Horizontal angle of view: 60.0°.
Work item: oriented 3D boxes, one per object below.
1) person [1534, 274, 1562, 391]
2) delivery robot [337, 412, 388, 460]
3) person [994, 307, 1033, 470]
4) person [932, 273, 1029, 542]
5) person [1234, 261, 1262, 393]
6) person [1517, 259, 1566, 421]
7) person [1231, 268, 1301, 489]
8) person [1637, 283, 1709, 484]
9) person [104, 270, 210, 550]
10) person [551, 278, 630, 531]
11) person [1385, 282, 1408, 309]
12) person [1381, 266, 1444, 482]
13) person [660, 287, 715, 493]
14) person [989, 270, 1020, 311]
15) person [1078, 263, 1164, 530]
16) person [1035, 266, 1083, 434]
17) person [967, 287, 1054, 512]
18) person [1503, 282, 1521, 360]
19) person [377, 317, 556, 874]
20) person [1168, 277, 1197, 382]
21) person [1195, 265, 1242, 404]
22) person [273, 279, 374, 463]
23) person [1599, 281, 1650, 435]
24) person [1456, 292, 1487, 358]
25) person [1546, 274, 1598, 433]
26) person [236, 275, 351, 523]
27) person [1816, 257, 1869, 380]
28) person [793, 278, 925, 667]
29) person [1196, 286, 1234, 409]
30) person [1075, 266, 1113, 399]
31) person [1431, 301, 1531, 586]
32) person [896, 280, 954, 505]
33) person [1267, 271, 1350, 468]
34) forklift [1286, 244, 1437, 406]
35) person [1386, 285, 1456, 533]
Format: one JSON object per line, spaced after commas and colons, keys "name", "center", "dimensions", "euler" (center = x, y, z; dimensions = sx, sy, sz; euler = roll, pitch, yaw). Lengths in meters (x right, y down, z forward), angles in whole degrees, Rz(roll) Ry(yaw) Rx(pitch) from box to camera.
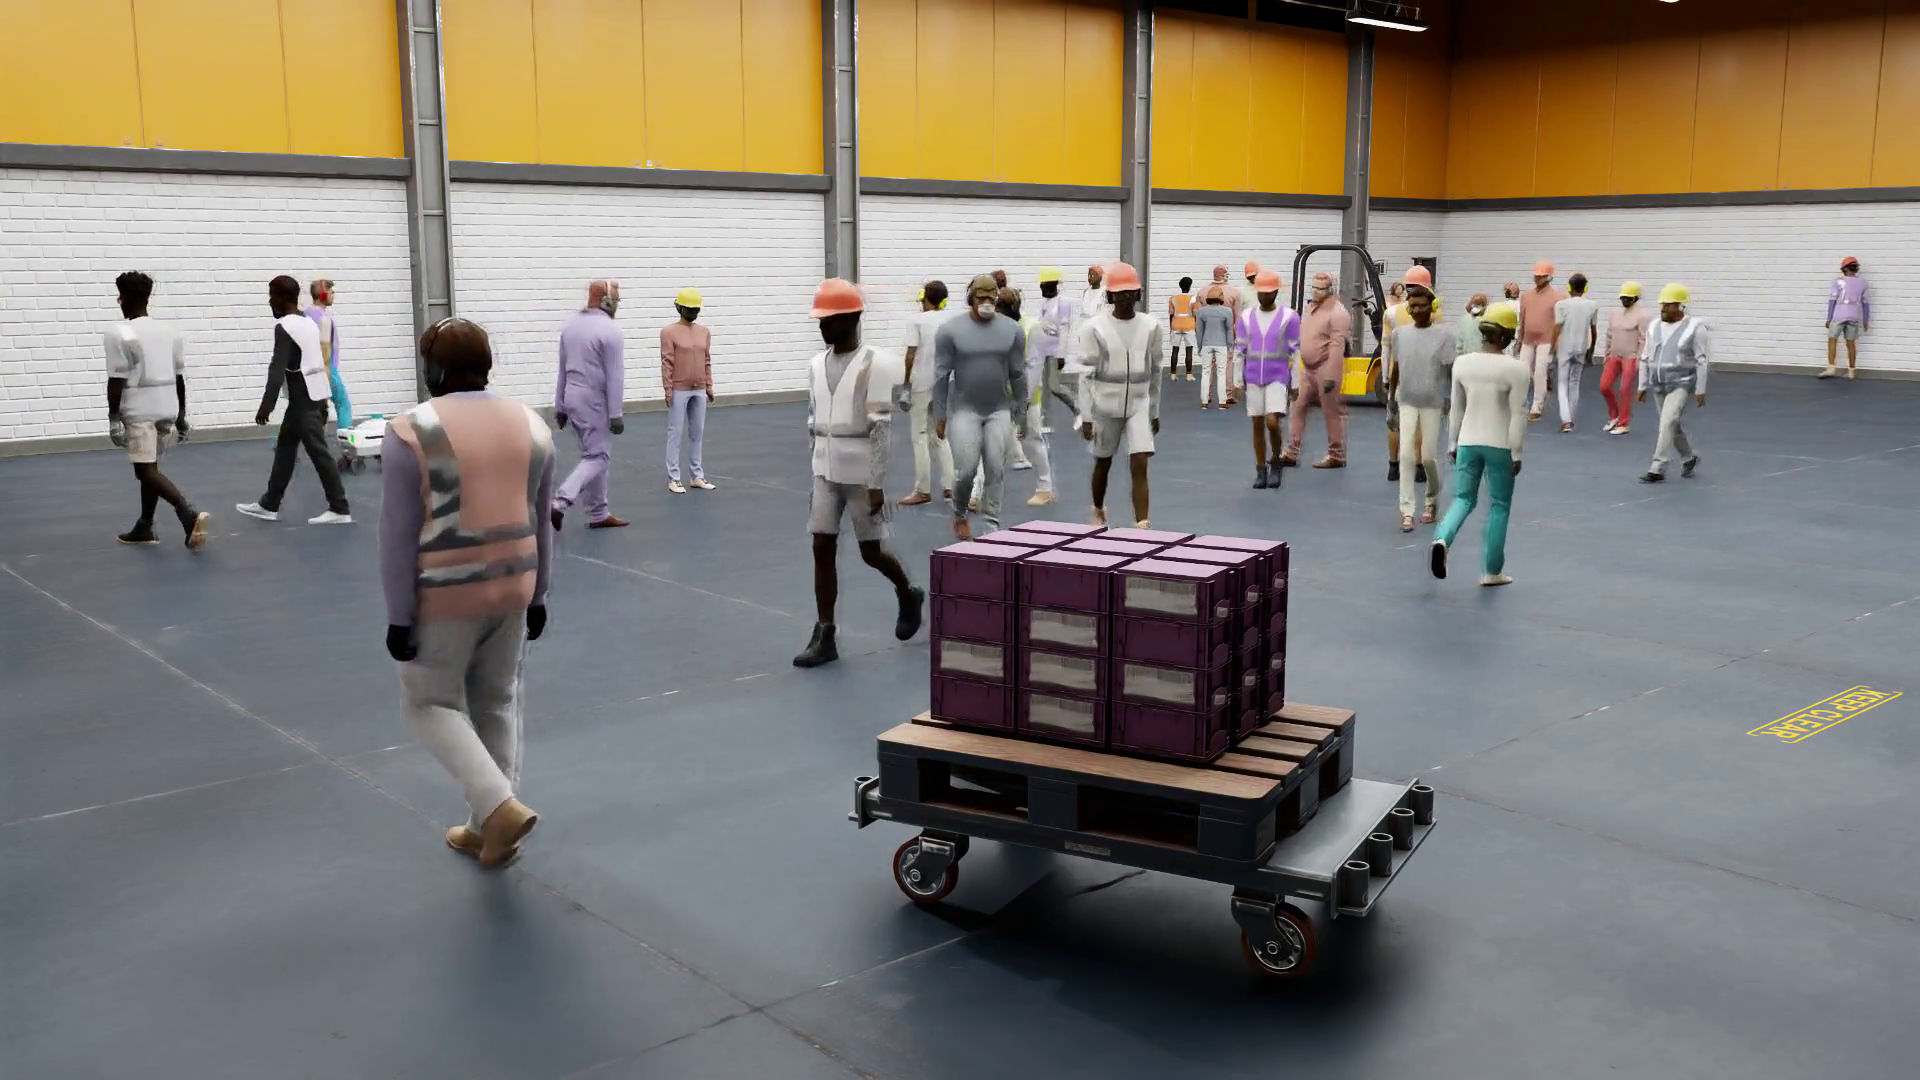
{"name": "person", "center": [8.827, -3.213, 25.242], "dimensions": [0.558, 1.873, 1.005], "euler": [-1, 10, -8]}
{"name": "delivery robot", "center": [-5.462, -0.958, 15.617], "dimensions": [0.477, 0.478, 0.707], "euler": [9, 13, 43]}
{"name": "person", "center": [0.375, -1.418, 15.520], "dimensions": [0.863, 1.598, 0.525], "euler": [-6, 11, -30]}
{"name": "person", "center": [0.133, -0.855, 11.318], "dimensions": [0.648, 1.912, 0.496], "euler": [-2, 10, -13]}
{"name": "person", "center": [4.316, -3.128, 24.519], "dimensions": [0.642, 1.947, 0.555], "euler": [-2, 10, -11]}
{"name": "person", "center": [7.153, -2.453, 20.460], "dimensions": [0.559, 1.980, 0.624], "euler": [-8, 13, -39]}
{"name": "person", "center": [2.646, -1.385, 14.402], "dimensions": [0.559, 1.915, 0.472], "euler": [5, 11, 25]}
{"name": "person", "center": [6.442, -1.411, 14.934], "dimensions": [0.871, 1.799, 0.600], "euler": [-5, 11, -29]}
{"name": "person", "center": [-5.535, -0.883, 11.442], "dimensions": [0.890, 1.936, 0.610], "euler": [4, 10, 21]}
{"name": "person", "center": [-2.757, -0.964, 12.101], "dimensions": [0.726, 1.868, 0.655], "euler": [-8, 13, -39]}
{"name": "person", "center": [6.872, -3.226, 26.086], "dimensions": [0.545, 1.595, 0.824], "euler": [-2, 10, -13]}
{"name": "person", "center": [4.069, -1.488, 14.954], "dimensions": [0.551, 1.934, 0.373], "euler": [5, 11, 28]}
{"name": "person", "center": [-2.330, -1.287, 14.296], "dimensions": [0.320, 1.763, 0.522], "euler": [9, 13, 43]}
{"name": "person", "center": [0.593, -2.785, 22.898], "dimensions": [0.452, 1.823, 0.681], "euler": [8, 12, 38]}
{"name": "person", "center": [1.116, -0.923, 11.542], "dimensions": [0.616, 1.981, 1.082], "euler": [-1, 10, -9]}
{"name": "person", "center": [1.081, -2.137, 18.812], "dimensions": [0.636, 1.911, 0.606], "euler": [-5, 11, -27]}
{"name": "person", "center": [0.403, -1.114, 13.225], "dimensions": [0.639, 1.783, 1.013], "euler": [7, 12, 37]}
{"name": "person", "center": [8.033, -2.931, 24.275], "dimensions": [0.515, 1.639, 0.314], "euler": [-8, 13, -41]}
{"name": "person", "center": [-1.557, 0.201, 5.384], "dimensions": [0.572, 1.832, 0.625], "euler": [8, 12, 39]}
{"name": "person", "center": [3.621, -3.402, 26.883], "dimensions": [0.532, 1.691, 0.318], "euler": [4, 10, 21]}
{"name": "person", "center": [3.568, -2.821, 22.856], "dimensions": [0.652, 1.904, 0.402], "euler": [4, 11, 23]}
{"name": "person", "center": [-6.327, -1.659, 16.352], "dimensions": [0.910, 1.812, 0.582], "euler": [-9, 13, -41]}
{"name": "person", "center": [7.494, -2.050, 18.783], "dimensions": [0.401, 1.738, 0.546], "euler": [-7, 12, -35]}
{"name": "person", "center": [6.232, -2.180, 19.987], "dimensions": [0.772, 1.593, 0.510], "euler": [-5, 11, -25]}
{"name": "person", "center": [7.060, -2.158, 19.264], "dimensions": [0.571, 1.836, 0.827], "euler": [1, 10, 3]}
{"name": "person", "center": [-5.093, -1.037, 12.526], "dimensions": [0.963, 1.871, 0.596], "euler": [-1, 10, -8]}
{"name": "person", "center": [14.476, -3.617, 27.223], "dimensions": [0.849, 2.011, 0.620], "euler": [0, 10, -2]}
{"name": "person", "center": [-0.523, -0.349, 8.347], "dimensions": [0.549, 1.917, 0.808], "euler": [6, 12, 33]}
{"name": "person", "center": [3.370, -2.540, 22.003], "dimensions": [0.497, 1.632, 0.289], "euler": [4, 10, 21]}
{"name": "person", "center": [1.895, -2.900, 23.380], "dimensions": [0.355, 1.883, 0.574], "euler": [-9, 13, -43]}
{"name": "person", "center": [3.153, -0.562, 10.071], "dimensions": [0.595, 1.755, 0.522], "euler": [-9, 13, -43]}
{"name": "person", "center": [-0.266, -1.198, 13.600], "dimensions": [0.338, 1.831, 0.650], "euler": [9, 13, 41]}
{"name": "person", "center": [3.326, -1.585, 15.710], "dimensions": [0.866, 1.868, 0.669], "euler": [-4, 10, -22]}
{"name": "forklift", "center": [5.256, -2.933, 22.661], "dimensions": [2.313, 2.155, 1.214], "euler": [3, 10, 16]}
{"name": "person", "center": [3.443, -0.986, 12.415], "dimensions": [0.575, 1.814, 0.785], "euler": [5, 11, 26]}
